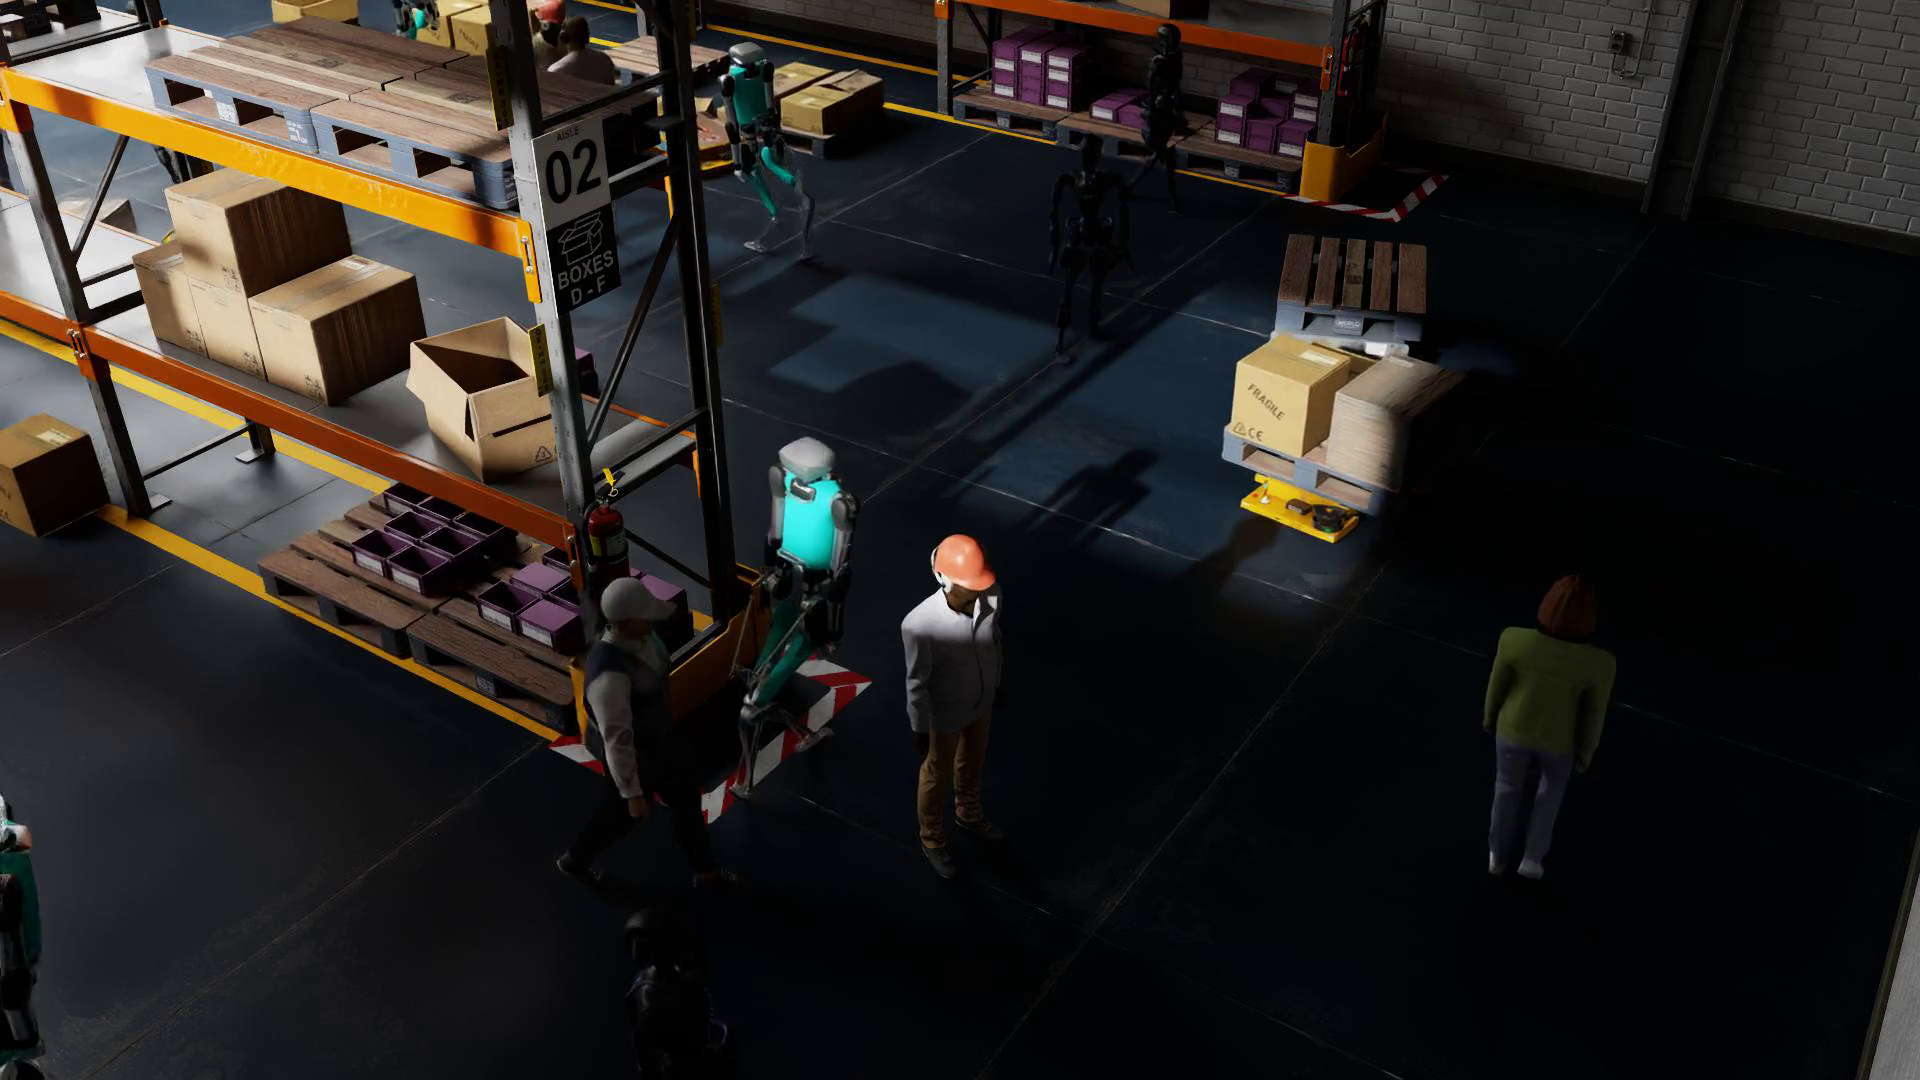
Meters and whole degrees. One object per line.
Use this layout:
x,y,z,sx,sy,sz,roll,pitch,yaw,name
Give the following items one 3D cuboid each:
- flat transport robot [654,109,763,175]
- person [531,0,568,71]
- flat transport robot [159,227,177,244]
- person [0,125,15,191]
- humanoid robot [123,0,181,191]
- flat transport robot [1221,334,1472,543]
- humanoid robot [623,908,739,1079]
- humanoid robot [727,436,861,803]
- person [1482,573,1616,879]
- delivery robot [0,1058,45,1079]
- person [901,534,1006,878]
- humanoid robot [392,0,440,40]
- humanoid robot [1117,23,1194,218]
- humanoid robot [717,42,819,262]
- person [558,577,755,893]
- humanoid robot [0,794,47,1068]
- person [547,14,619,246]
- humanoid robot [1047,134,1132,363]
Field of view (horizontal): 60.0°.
-2.509,-3.779,15.682,0.659,0.231,1.431,-22,39,-30,flat transport robot
-3.475,-3.744,14.288,0.383,1.718,0.601,15,36,22,person
-5.857,-2.366,13.509,1.431,0.231,0.659,-1,33,-2,flat transport robot
-7.904,-3.466,13.659,0.498,1.950,0.420,-8,34,-12,person
-6.941,-3.872,14.542,0.397,1.633,0.623,-2,33,-3,humanoid robot
2.449,-0.445,10.556,0.659,0.231,1.431,25,40,33,flat transport robot
-0.868,1.898,5.715,0.745,1.647,0.596,6,34,9,humanoid robot
-0.935,0.449,7.841,0.542,1.754,1.007,26,41,34,humanoid robot
2.552,0.841,7.342,0.497,1.621,0.346,13,35,19,person
-3.922,2.176,6.253,0.744,0.580,0.518,-5,33,-8,delivery robot
0.003,0.719,7.407,0.334,1.748,0.571,28,43,36,person
-5.566,-5.258,16.635,1.050,1.748,0.549,20,38,28,humanoid robot
1.701,-3.590,14.161,0.782,1.644,0.612,20,38,27,humanoid robot
-1.427,-2.984,13.147,0.844,1.774,0.558,25,40,33,humanoid robot
-1.427,0.883,7.188,0.833,1.726,0.735,8,34,12,person
-3.526,1.703,5.953,0.741,1.830,0.564,-17,37,-24,humanoid robot
-3.011,-3.224,13.328,0.371,1.928,0.665,22,39,30,person
0.919,-2.063,11.789,0.612,1.639,0.580,2,33,4,humanoid robot
